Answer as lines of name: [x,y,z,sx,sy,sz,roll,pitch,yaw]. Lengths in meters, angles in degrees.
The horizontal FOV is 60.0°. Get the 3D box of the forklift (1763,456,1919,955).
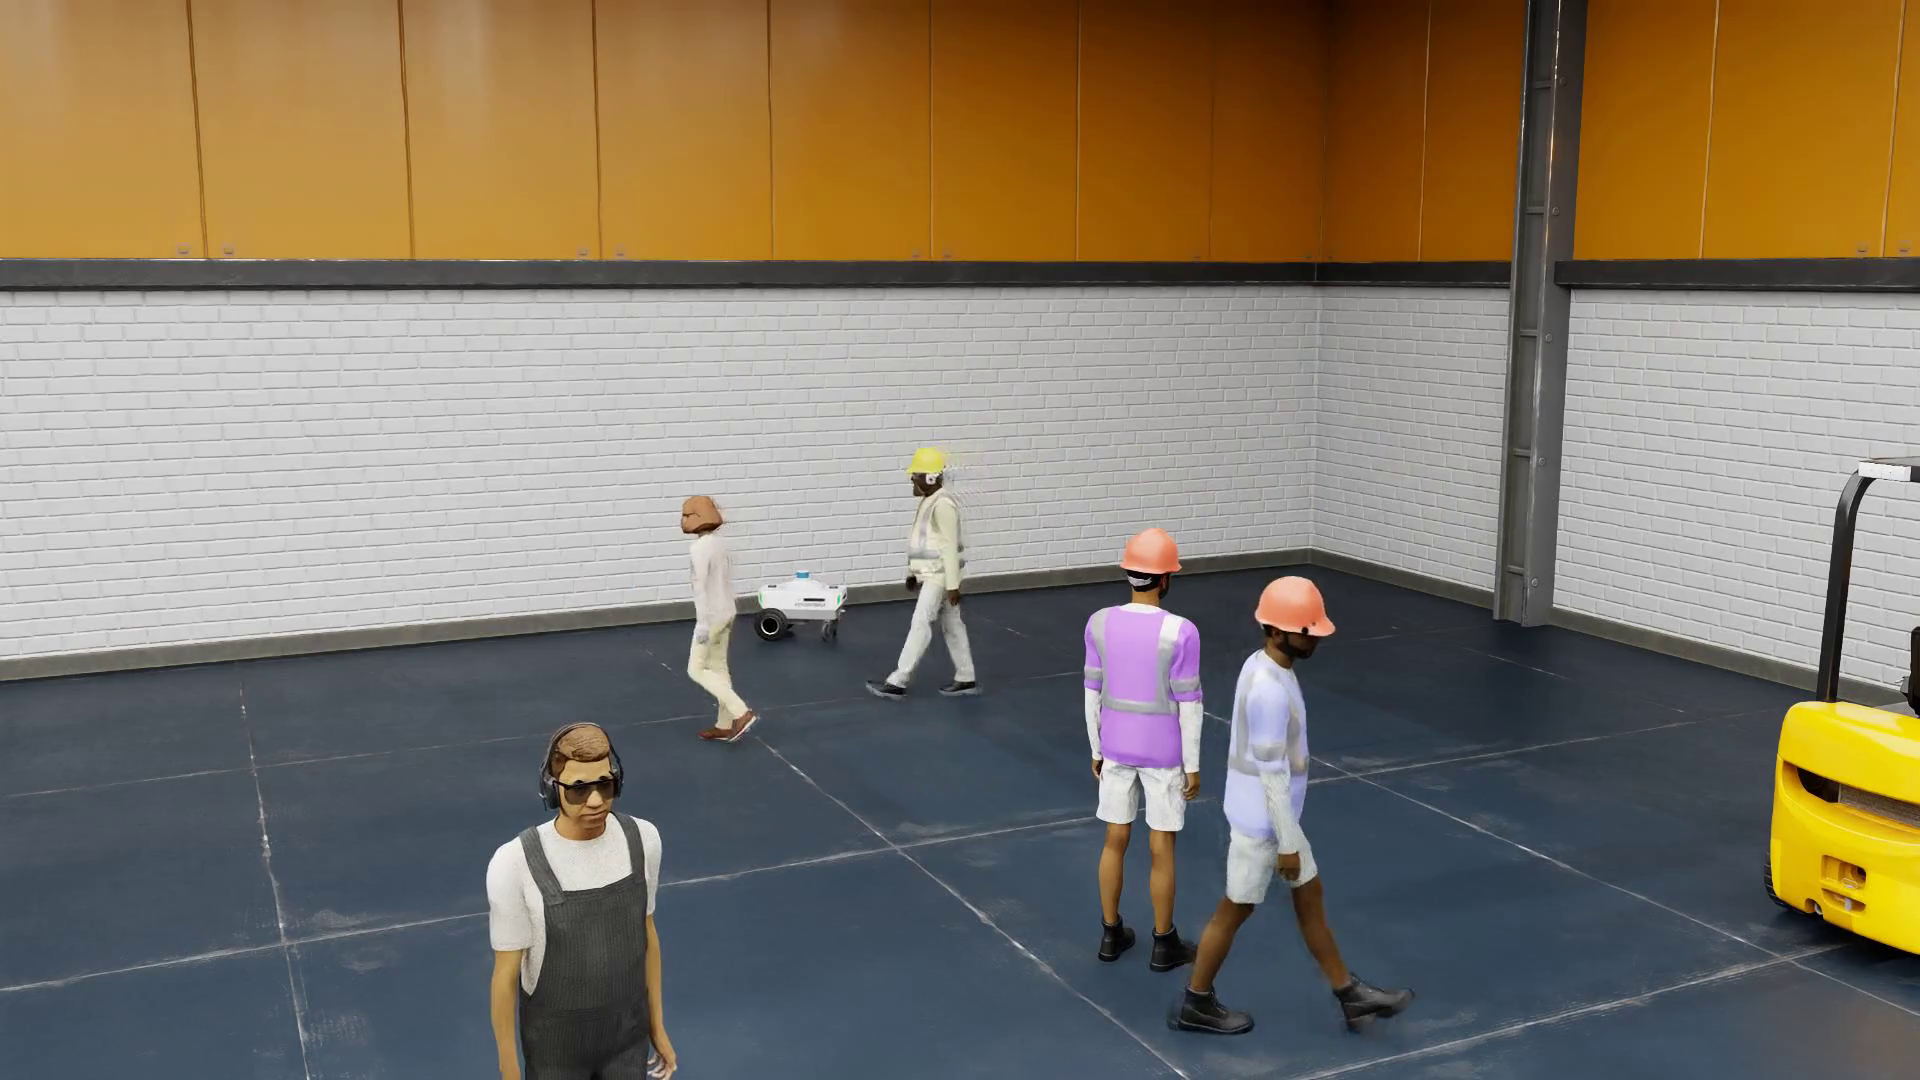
forklift: [4.857,0.731,7.561,2.313,2.155,1.214,-4,10,-25]

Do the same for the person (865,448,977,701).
person: [-0.272,0.247,11.790,0.883,1.791,0.617,-1,9,-7]

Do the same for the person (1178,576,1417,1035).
person: [1.315,1.064,6.459,0.975,1.880,0.561,2,9,11]

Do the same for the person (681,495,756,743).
person: [-1.556,0.518,10.686,0.456,1.606,0.526,2,9,12]

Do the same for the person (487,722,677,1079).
person: [-1.025,1.388,4.563,0.516,1.843,0.327,-8,12,-39]

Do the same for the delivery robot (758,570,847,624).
delivery robot: [-1.303,0.492,13.822,0.707,0.478,0.477,1,9,5]

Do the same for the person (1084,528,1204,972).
person: [0.809,0.909,7.247,0.547,1.938,0.359,5,11,31]
